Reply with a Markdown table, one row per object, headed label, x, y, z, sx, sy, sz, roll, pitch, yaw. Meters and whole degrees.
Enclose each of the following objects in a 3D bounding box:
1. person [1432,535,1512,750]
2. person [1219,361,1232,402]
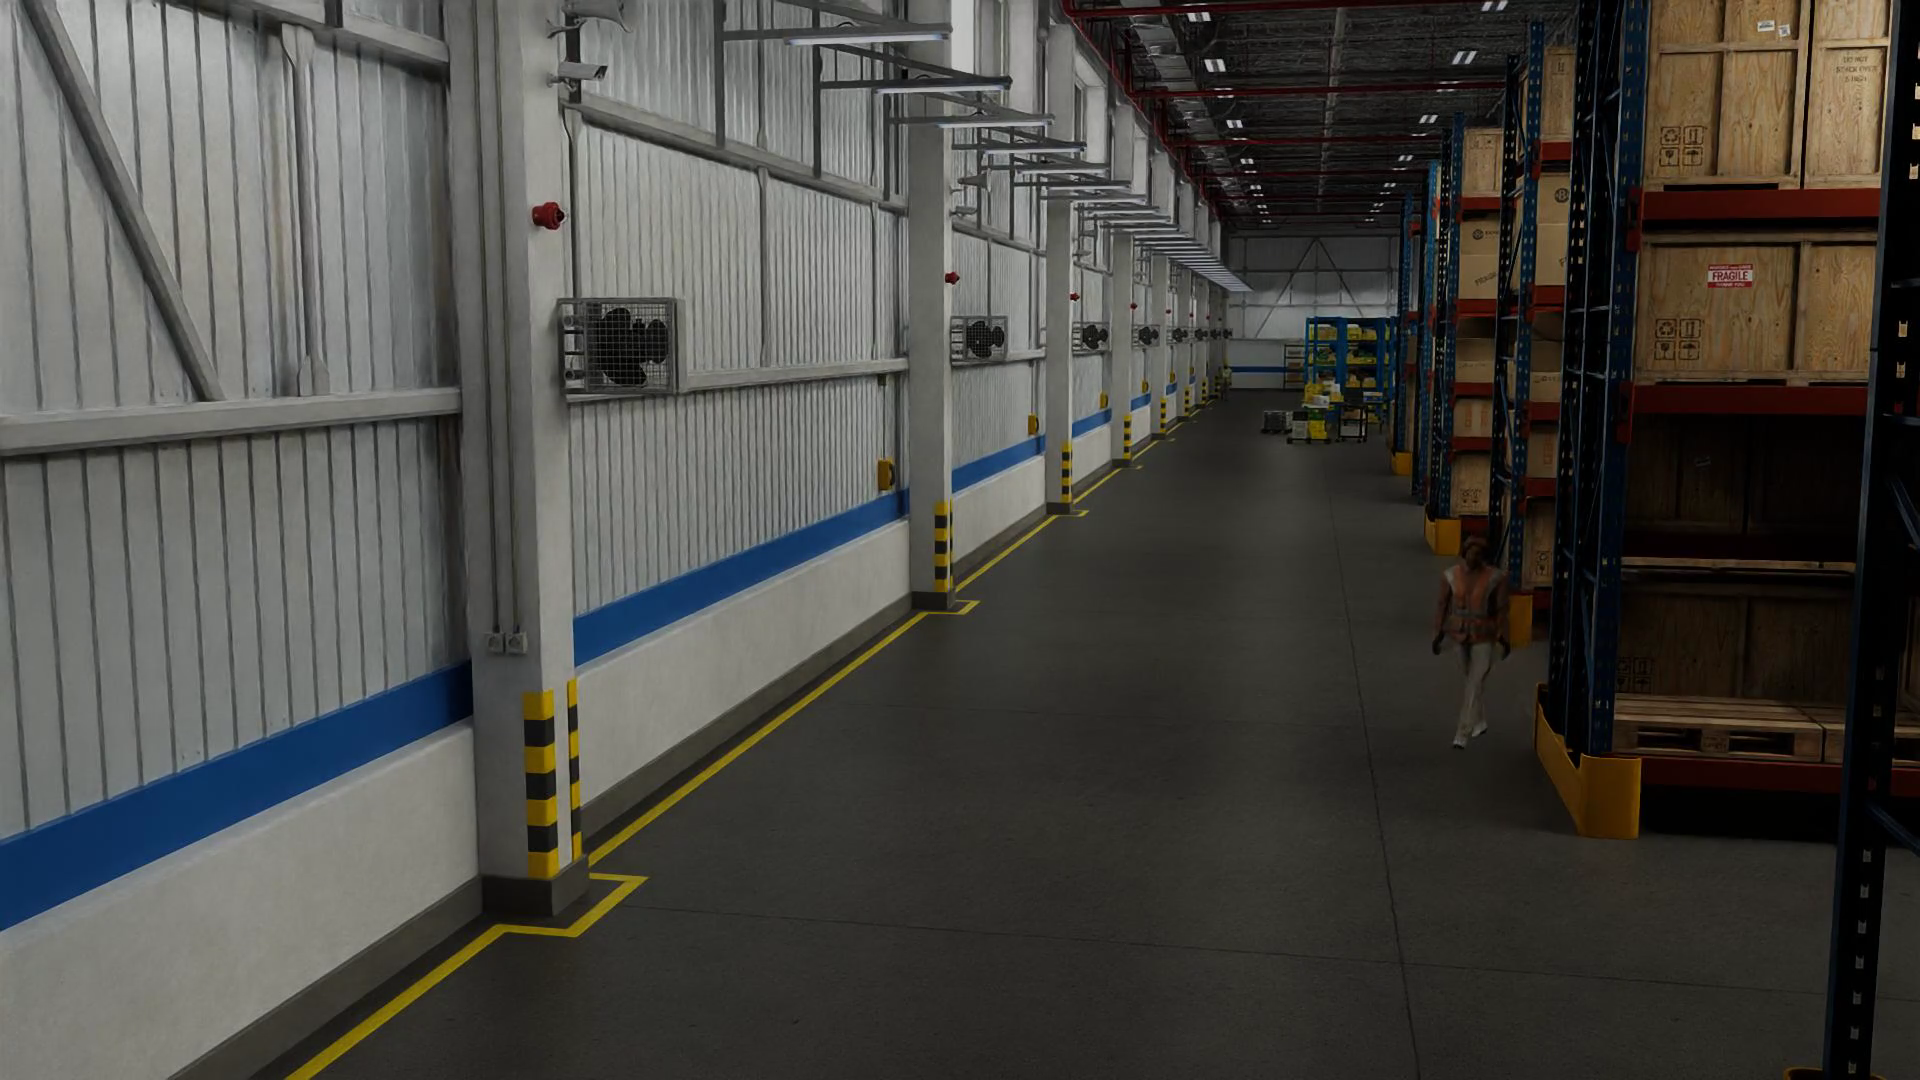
| label | x | y | z | sx | sy | sz | roll | pitch | yaw |
| --- | --- | --- | --- | --- | --- | --- | --- | --- | --- |
| person | 3.830 | 0.750 | 12.467 | 0.543 | 1.593 | 0.830 | 5 | 9 | 34 |
| person | 11.886 | -7.076 | 74.345 | 0.588 | 1.791 | 0.858 | 0 | 7 | -1 |
